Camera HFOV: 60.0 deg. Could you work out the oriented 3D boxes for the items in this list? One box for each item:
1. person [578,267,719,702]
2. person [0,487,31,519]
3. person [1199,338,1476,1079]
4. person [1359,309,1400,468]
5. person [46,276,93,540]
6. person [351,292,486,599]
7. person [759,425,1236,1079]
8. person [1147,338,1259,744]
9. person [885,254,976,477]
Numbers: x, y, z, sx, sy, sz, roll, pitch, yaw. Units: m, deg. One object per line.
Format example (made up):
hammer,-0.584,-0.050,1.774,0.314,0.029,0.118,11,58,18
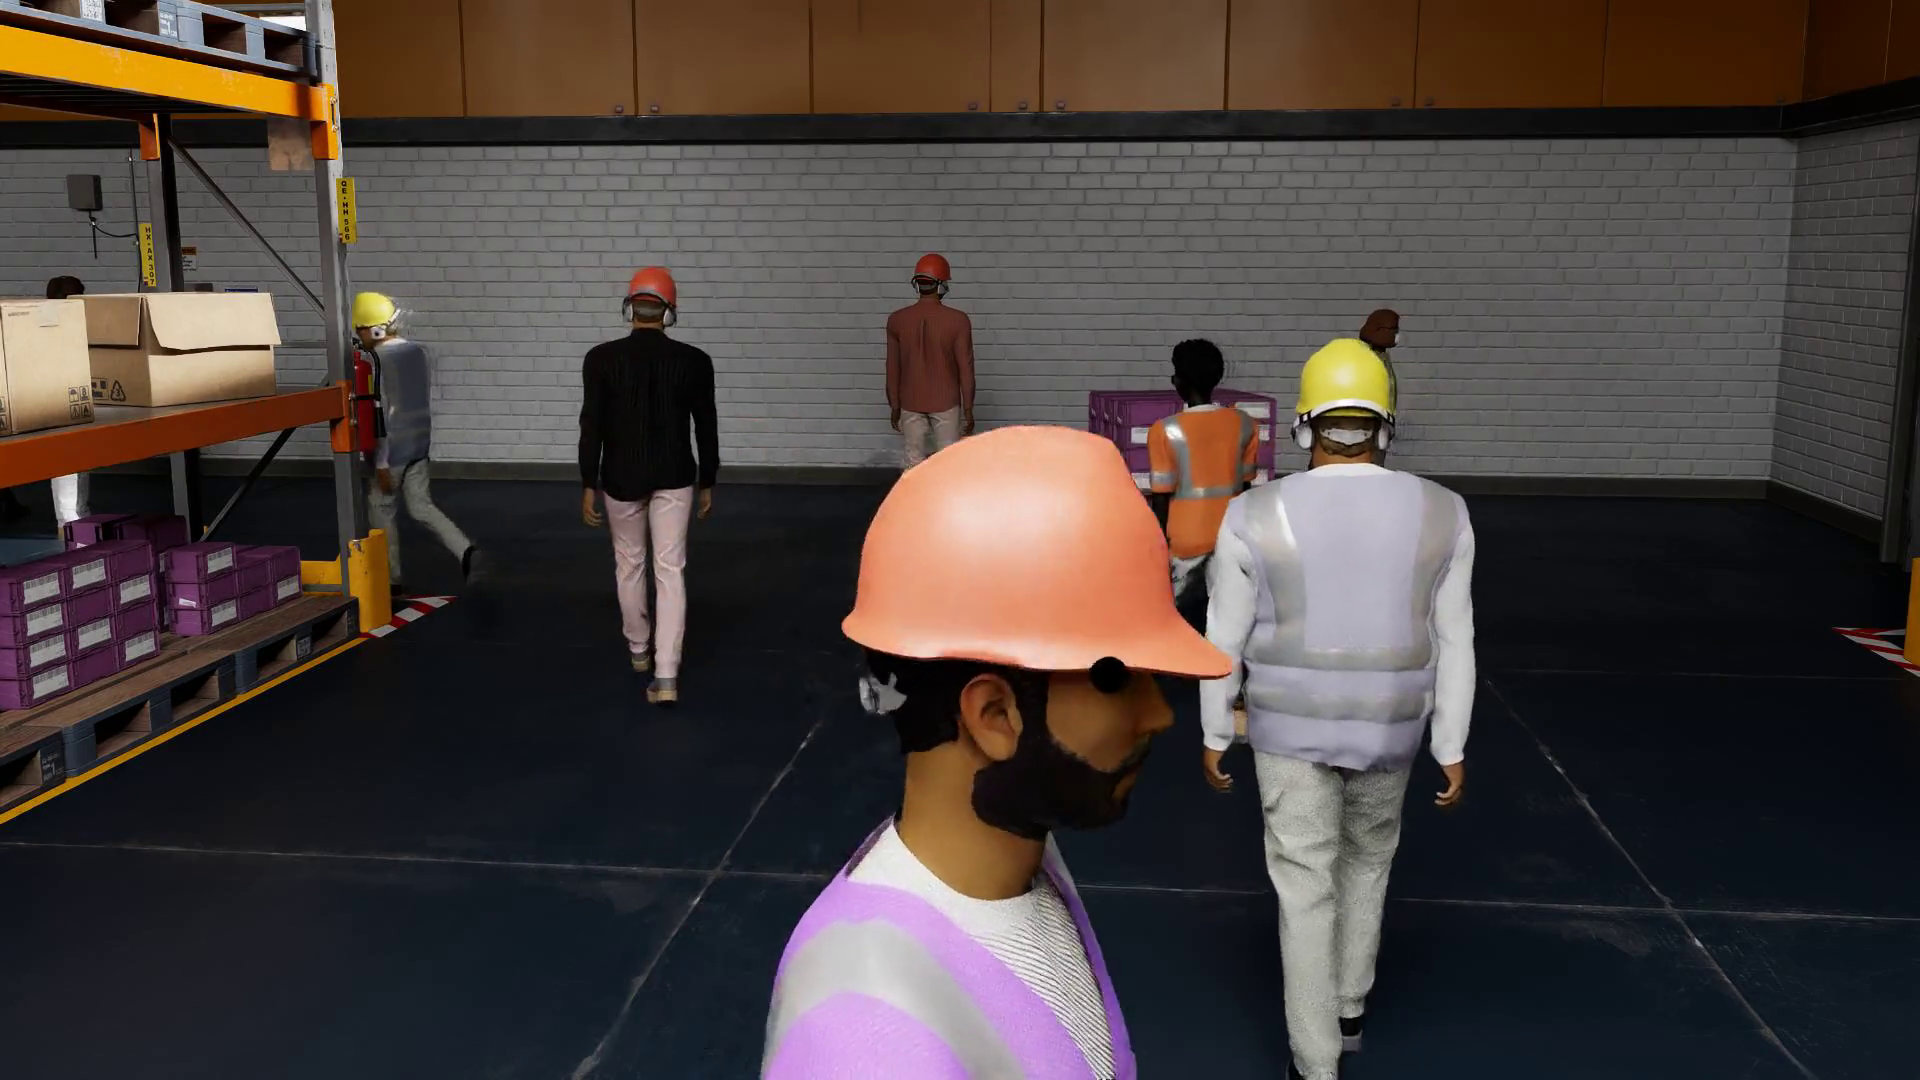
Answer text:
person,-1.427,-0.270,7.649,0.640,1.928,1.067,-2,10,-11
person,-7.358,-1.114,12.483,0.542,1.939,0.369,0,10,-2
person,0.877,0.422,4.041,0.621,1.809,0.732,0,10,-1
person,2.766,-0.707,11.020,0.288,1.634,0.499,4,11,20
person,-6.221,-0.926,11.684,0.429,1.841,0.634,-2,10,-10
person,-3.139,-0.517,9.485,0.769,1.791,0.590,3,10,18
person,-0.016,0.849,1.435,0.954,1.903,0.553,3,10,15
person,0.992,-0.017,7.005,0.540,1.652,0.840,-3,10,-17
person,-0.188,-0.906,11.128,0.621,1.994,0.381,3,10,17
